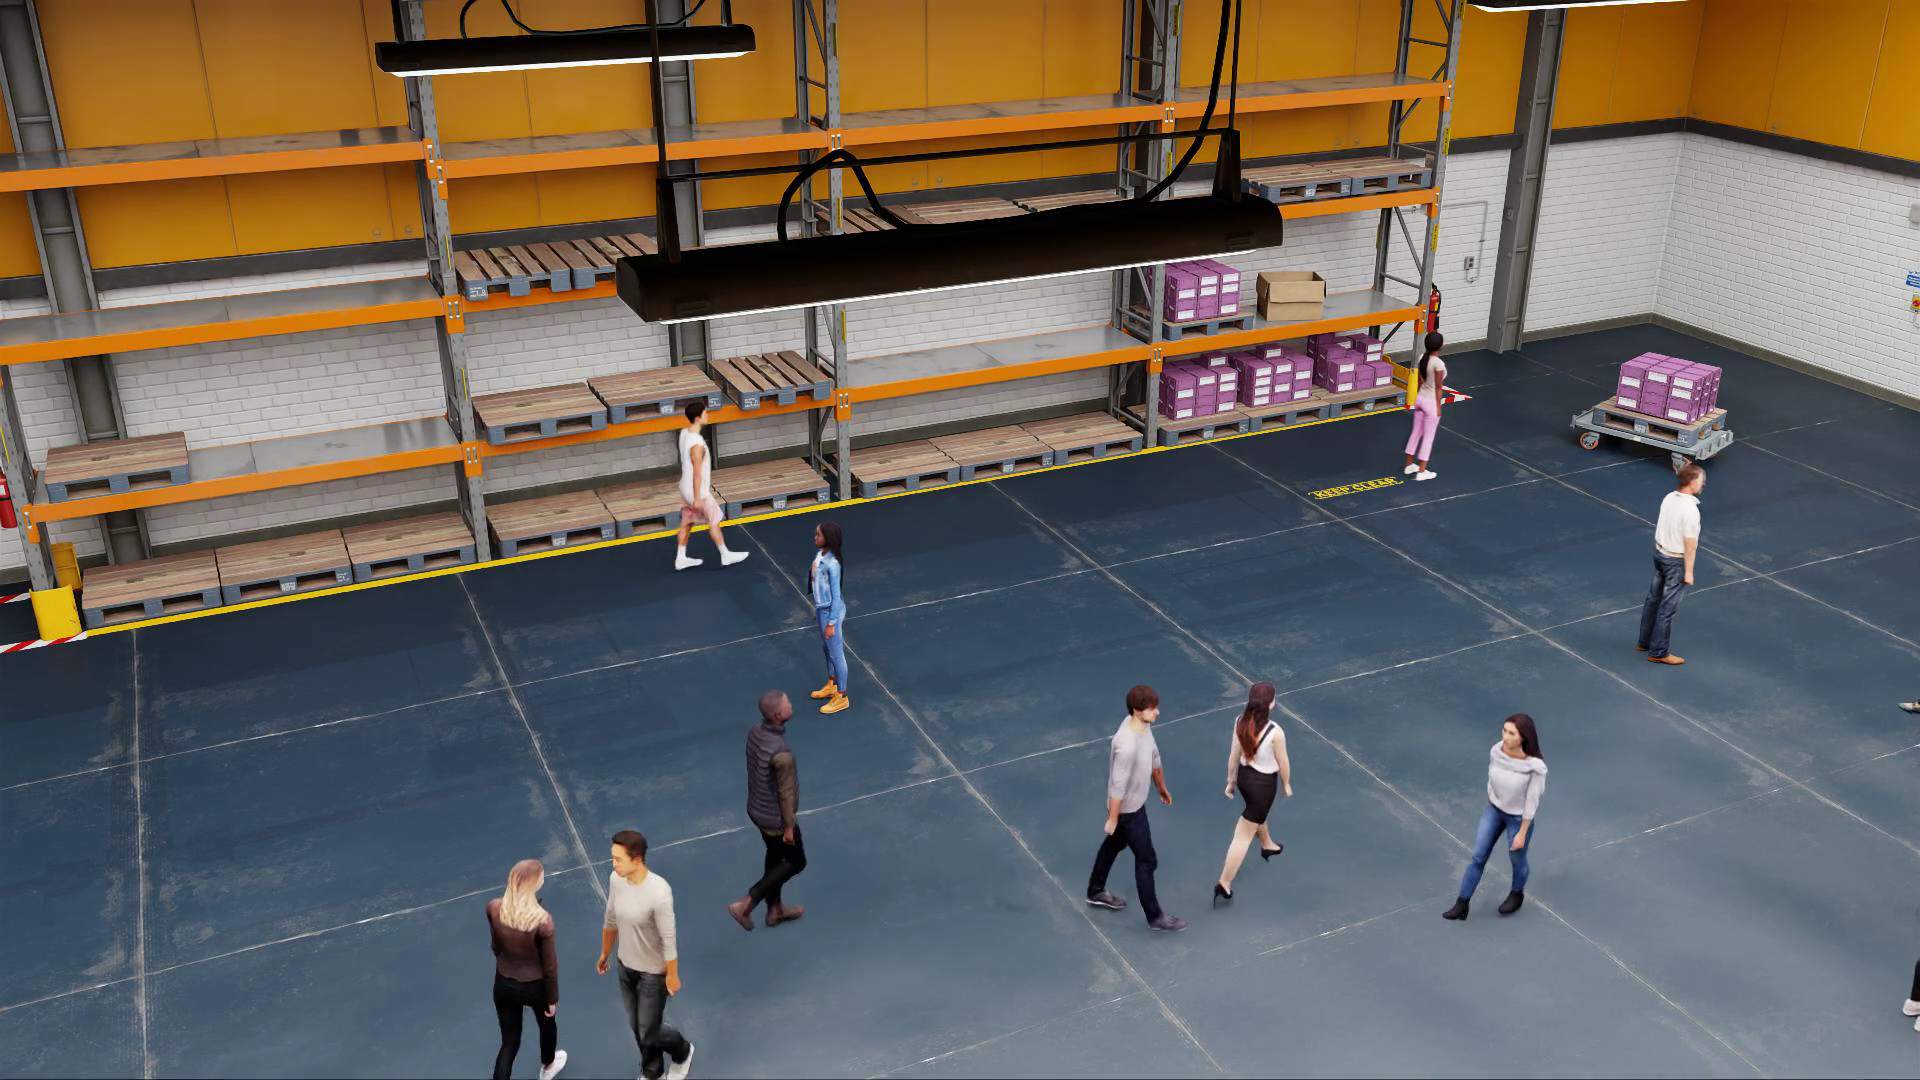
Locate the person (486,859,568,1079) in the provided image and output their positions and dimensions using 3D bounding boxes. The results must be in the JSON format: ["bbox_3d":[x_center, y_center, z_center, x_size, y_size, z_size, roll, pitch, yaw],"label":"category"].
[{"bbox_3d":[-2.558,2.637,9.575,1.096,1.665,1.090,5,24,10],"label":"person"}]

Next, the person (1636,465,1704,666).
[{"bbox_3d":[6.375,0.196,14.923,0.709,1.854,0.739,-1,24,-3],"label":"person"}]

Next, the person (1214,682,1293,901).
[{"bbox_3d":[2.013,1.794,11.591,0.835,1.596,1.160,21,31,39],"label":"person"}]

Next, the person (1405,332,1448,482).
[{"bbox_3d":[5.351,-1.545,19.048,0.525,1.741,0.566,-8,25,-19],"label":"person"}]

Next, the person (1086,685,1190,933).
[{"bbox_3d":[1.057,1.780,11.353,1.110,1.812,1.024,6,24,13],"label":"person"}]

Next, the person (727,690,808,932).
[{"bbox_3d":[-1.315,1.857,11.161,0.849,1.825,0.738,-14,27,-28],"label":"person"}]

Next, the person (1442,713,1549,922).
[{"bbox_3d":[3.818,1.886,11.369,0.981,1.606,0.731,-17,29,-34],"label":"person"}]

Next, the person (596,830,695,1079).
[{"bbox_3d":[-1.803,2.458,9.820,0.803,1.797,0.837,17,29,33],"label":"person"}]

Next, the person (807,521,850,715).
[{"bbox_3d":[-1.098,0.631,14.105,0.543,1.713,0.621,-8,25,-17],"label":"person"}]

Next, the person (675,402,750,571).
[{"bbox_3d":[-2.726,-0.499,16.635,0.937,1.757,0.672,-11,26,-23],"label":"person"}]
